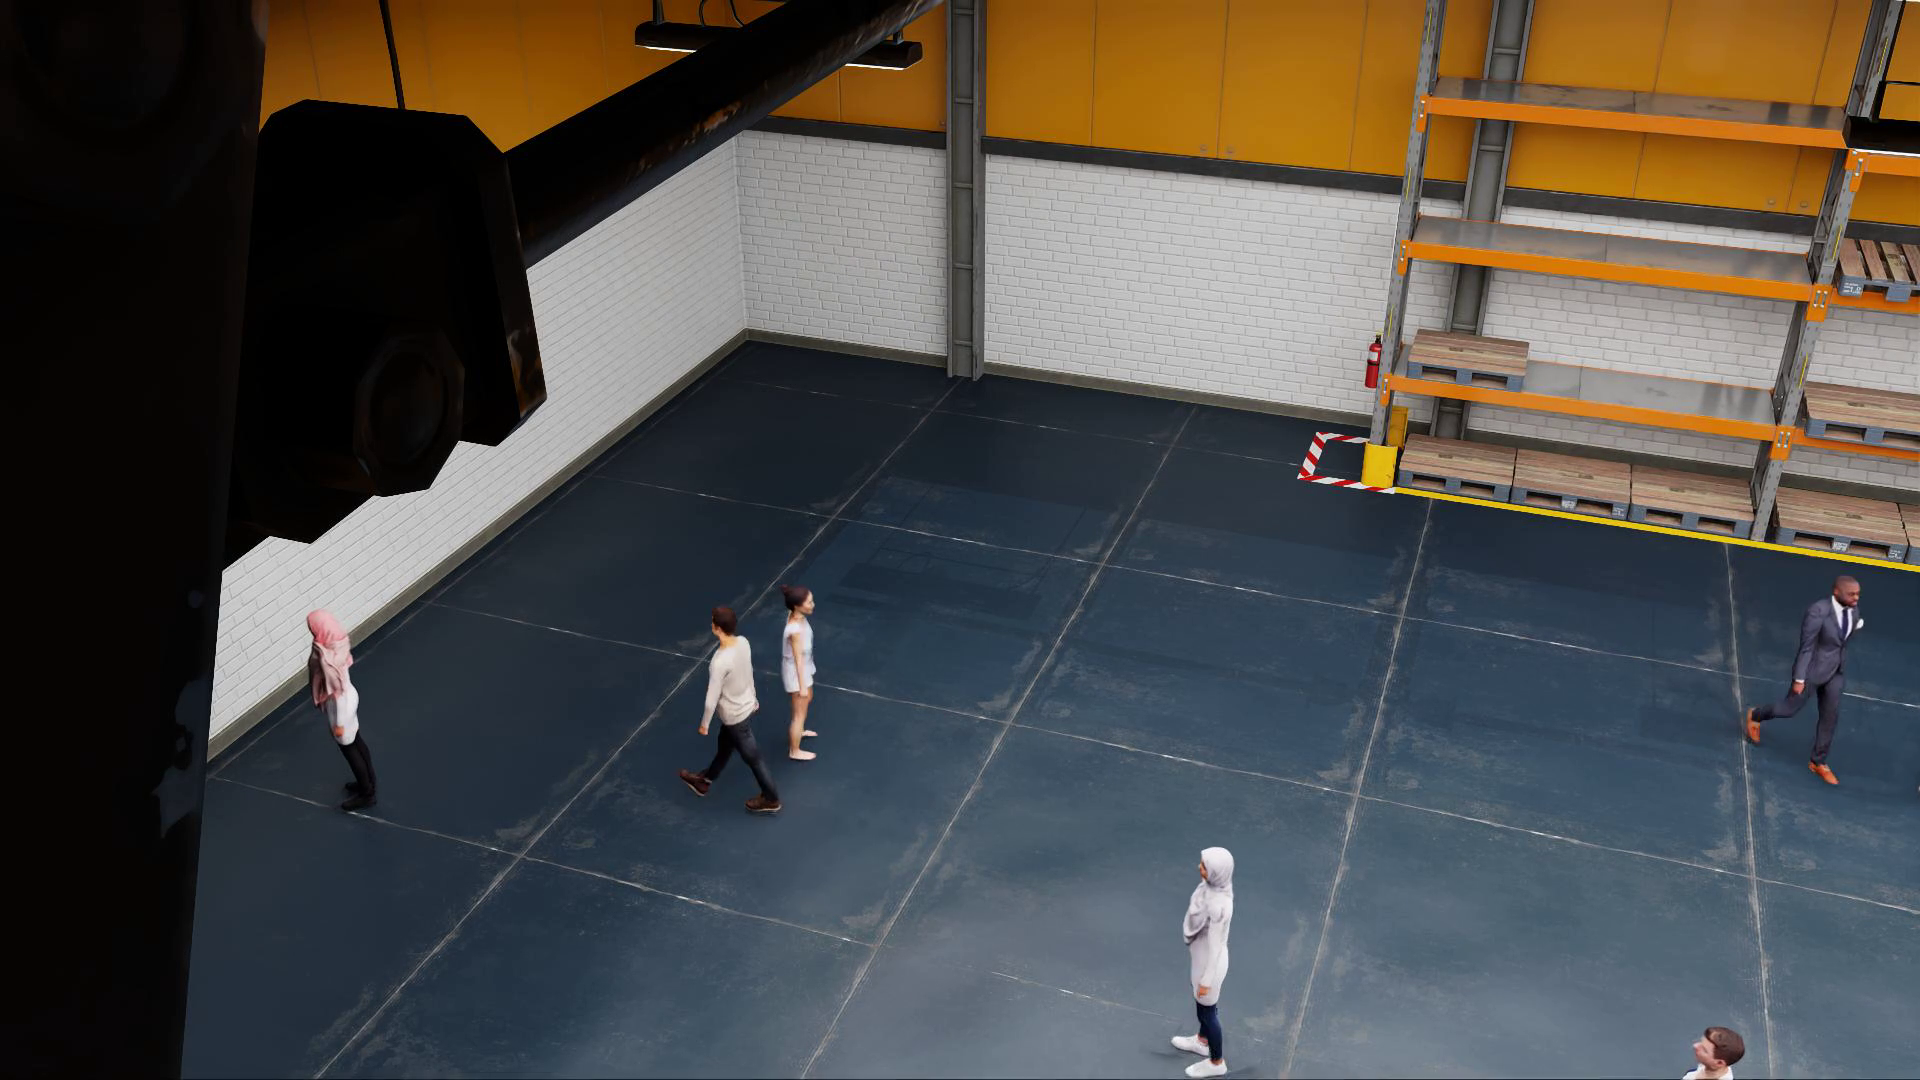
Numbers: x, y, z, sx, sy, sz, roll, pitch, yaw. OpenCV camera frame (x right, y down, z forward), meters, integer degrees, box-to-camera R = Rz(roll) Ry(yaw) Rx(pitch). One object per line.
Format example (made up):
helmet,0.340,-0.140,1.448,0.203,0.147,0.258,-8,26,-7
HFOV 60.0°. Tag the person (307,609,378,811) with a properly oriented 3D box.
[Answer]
person,-4.873,1.324,13.119,0.748,1.803,0.732,-5,29,-9

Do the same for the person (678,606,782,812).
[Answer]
person,-1.666,1.383,12.995,1.146,1.818,0.754,6,29,11

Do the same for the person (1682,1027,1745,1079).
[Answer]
person,4.069,3.409,9.250,0.548,1.848,0.616,9,30,17

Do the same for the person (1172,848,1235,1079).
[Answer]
person,1.607,2.690,10.635,0.654,1.783,0.674,3,29,6

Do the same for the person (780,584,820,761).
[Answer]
person,-1.356,1.083,13.758,0.648,1.614,0.664,-3,29,-5

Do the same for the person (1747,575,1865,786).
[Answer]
person,6.965,1.046,13.636,1.192,1.795,1.200,-9,30,-17
